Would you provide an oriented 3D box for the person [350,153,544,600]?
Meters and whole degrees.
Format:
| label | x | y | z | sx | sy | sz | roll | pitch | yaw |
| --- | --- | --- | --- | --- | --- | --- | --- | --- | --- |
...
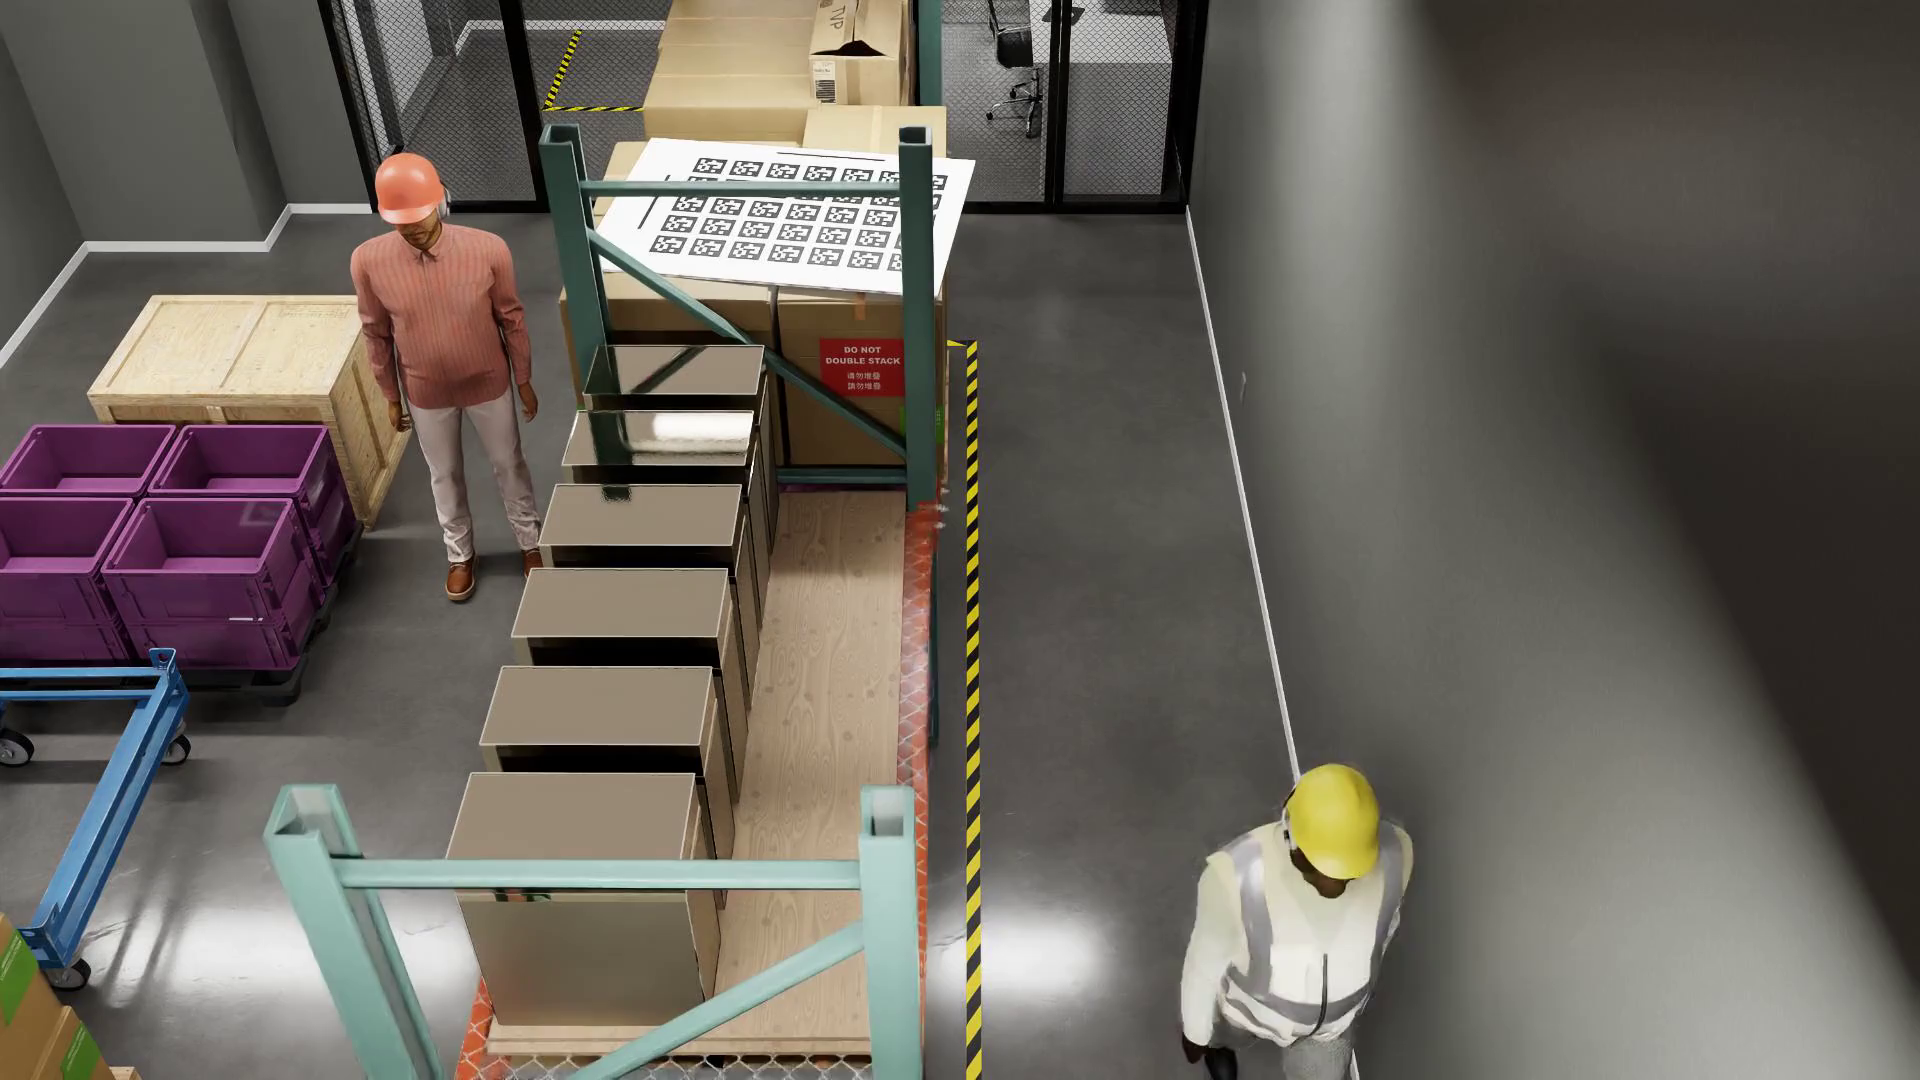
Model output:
| label | x | y | z | sx | sy | sz | roll | pitch | yaw |
| --- | --- | --- | --- | --- | --- | --- | --- | --- | --- |
| person | -1.979 | -0.617 | 6.550 | 0.612 | 1.995 | 0.382 | -9 | 42 | -11 |

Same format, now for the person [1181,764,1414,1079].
| label | x | y | z | sx | sy | sz | roll | pitch | yaw |
| --- | --- | --- | --- | --- | --- | --- | --- | --- | --- |
| person | 0.895 | 1.210 | 4.619 | 0.608 | 1.789 | 0.934 | -4 | 41 | -5 |
